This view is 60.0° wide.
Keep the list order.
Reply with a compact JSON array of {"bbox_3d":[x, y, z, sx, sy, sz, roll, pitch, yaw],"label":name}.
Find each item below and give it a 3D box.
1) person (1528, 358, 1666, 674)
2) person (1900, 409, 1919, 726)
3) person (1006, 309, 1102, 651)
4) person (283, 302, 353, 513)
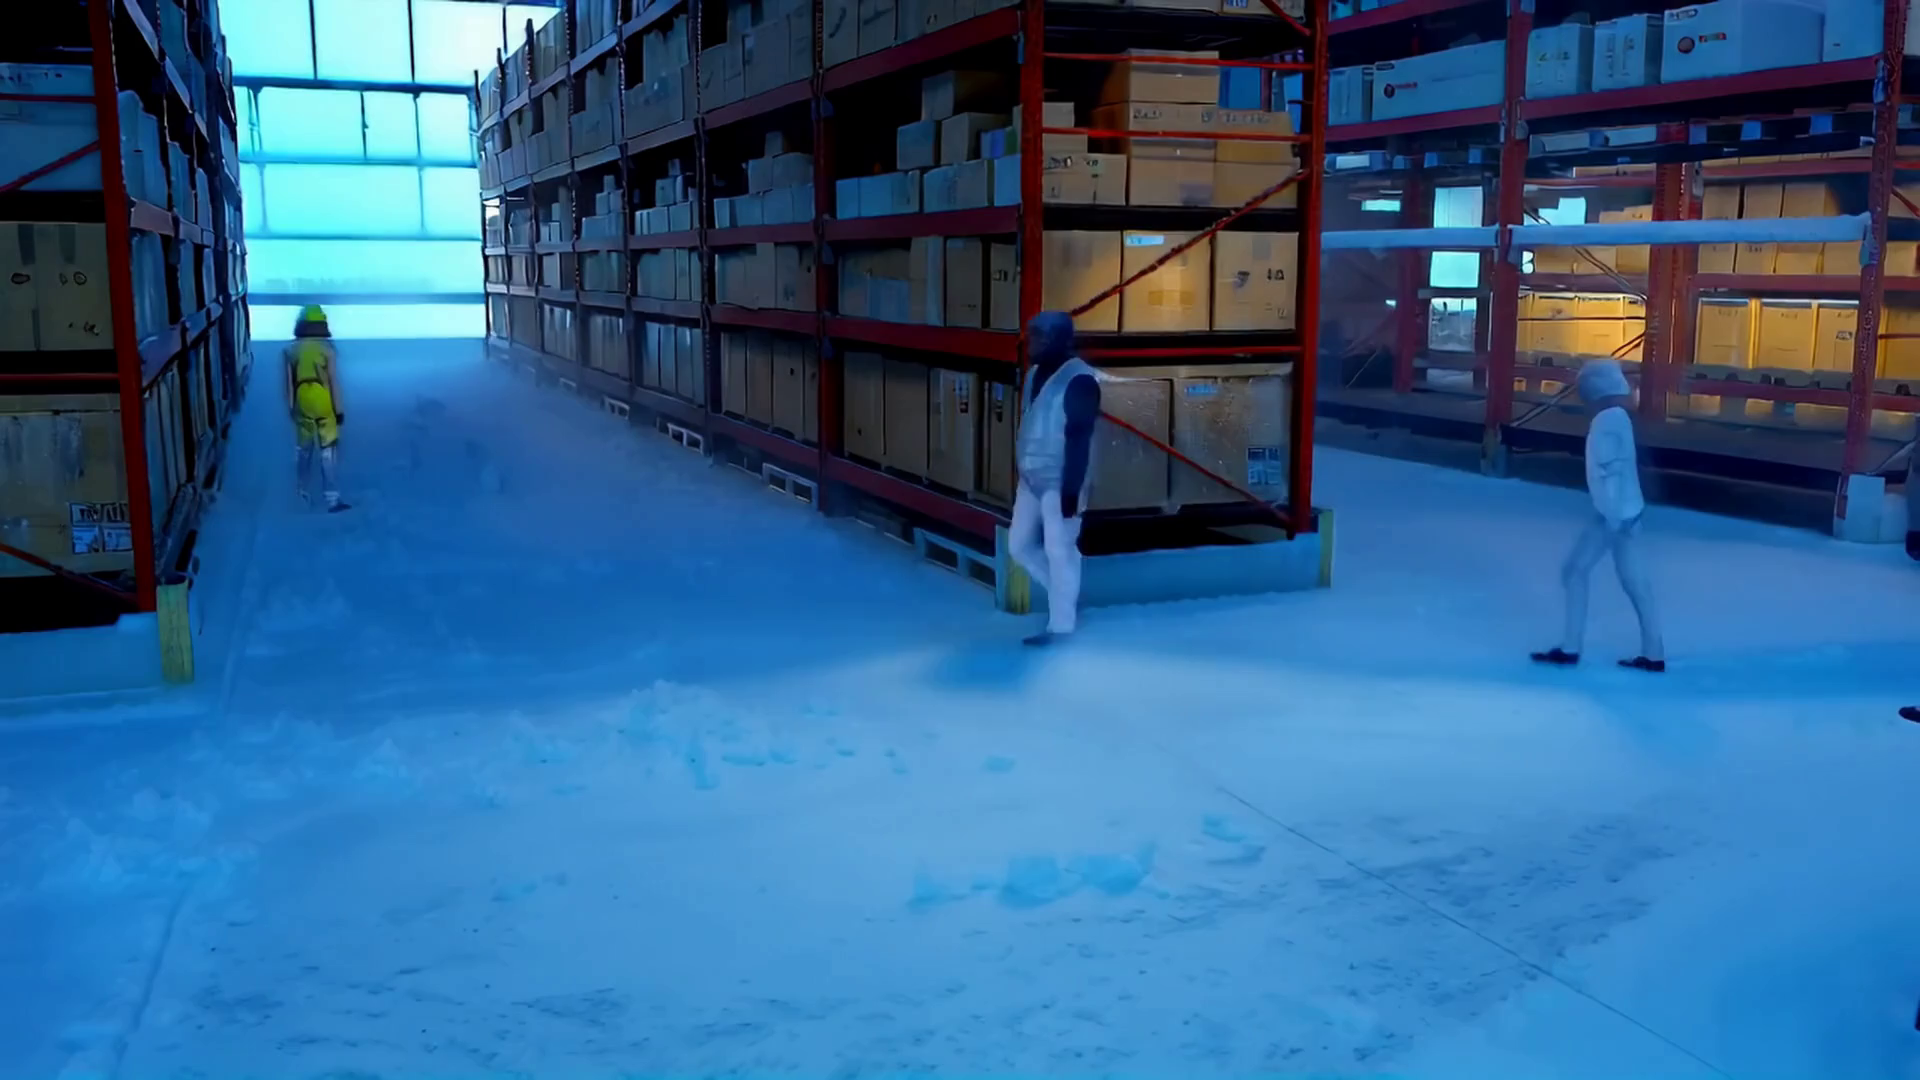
[{"bbox_3d":[3.270,-0.117,8.441,0.724,1.586,0.511,7,12,34],"label":"person"},{"bbox_3d":[4.506,-0.090,7.354,0.649,1.899,0.399,1,10,7],"label":"person"},{"bbox_3d":[0.501,-0.309,8.877,0.438,1.830,0.627,-5,11,-27],"label":"person"},{"bbox_3d":[-5.336,-1.091,13.797,0.488,1.743,0.321,2,10,10],"label":"person"}]
